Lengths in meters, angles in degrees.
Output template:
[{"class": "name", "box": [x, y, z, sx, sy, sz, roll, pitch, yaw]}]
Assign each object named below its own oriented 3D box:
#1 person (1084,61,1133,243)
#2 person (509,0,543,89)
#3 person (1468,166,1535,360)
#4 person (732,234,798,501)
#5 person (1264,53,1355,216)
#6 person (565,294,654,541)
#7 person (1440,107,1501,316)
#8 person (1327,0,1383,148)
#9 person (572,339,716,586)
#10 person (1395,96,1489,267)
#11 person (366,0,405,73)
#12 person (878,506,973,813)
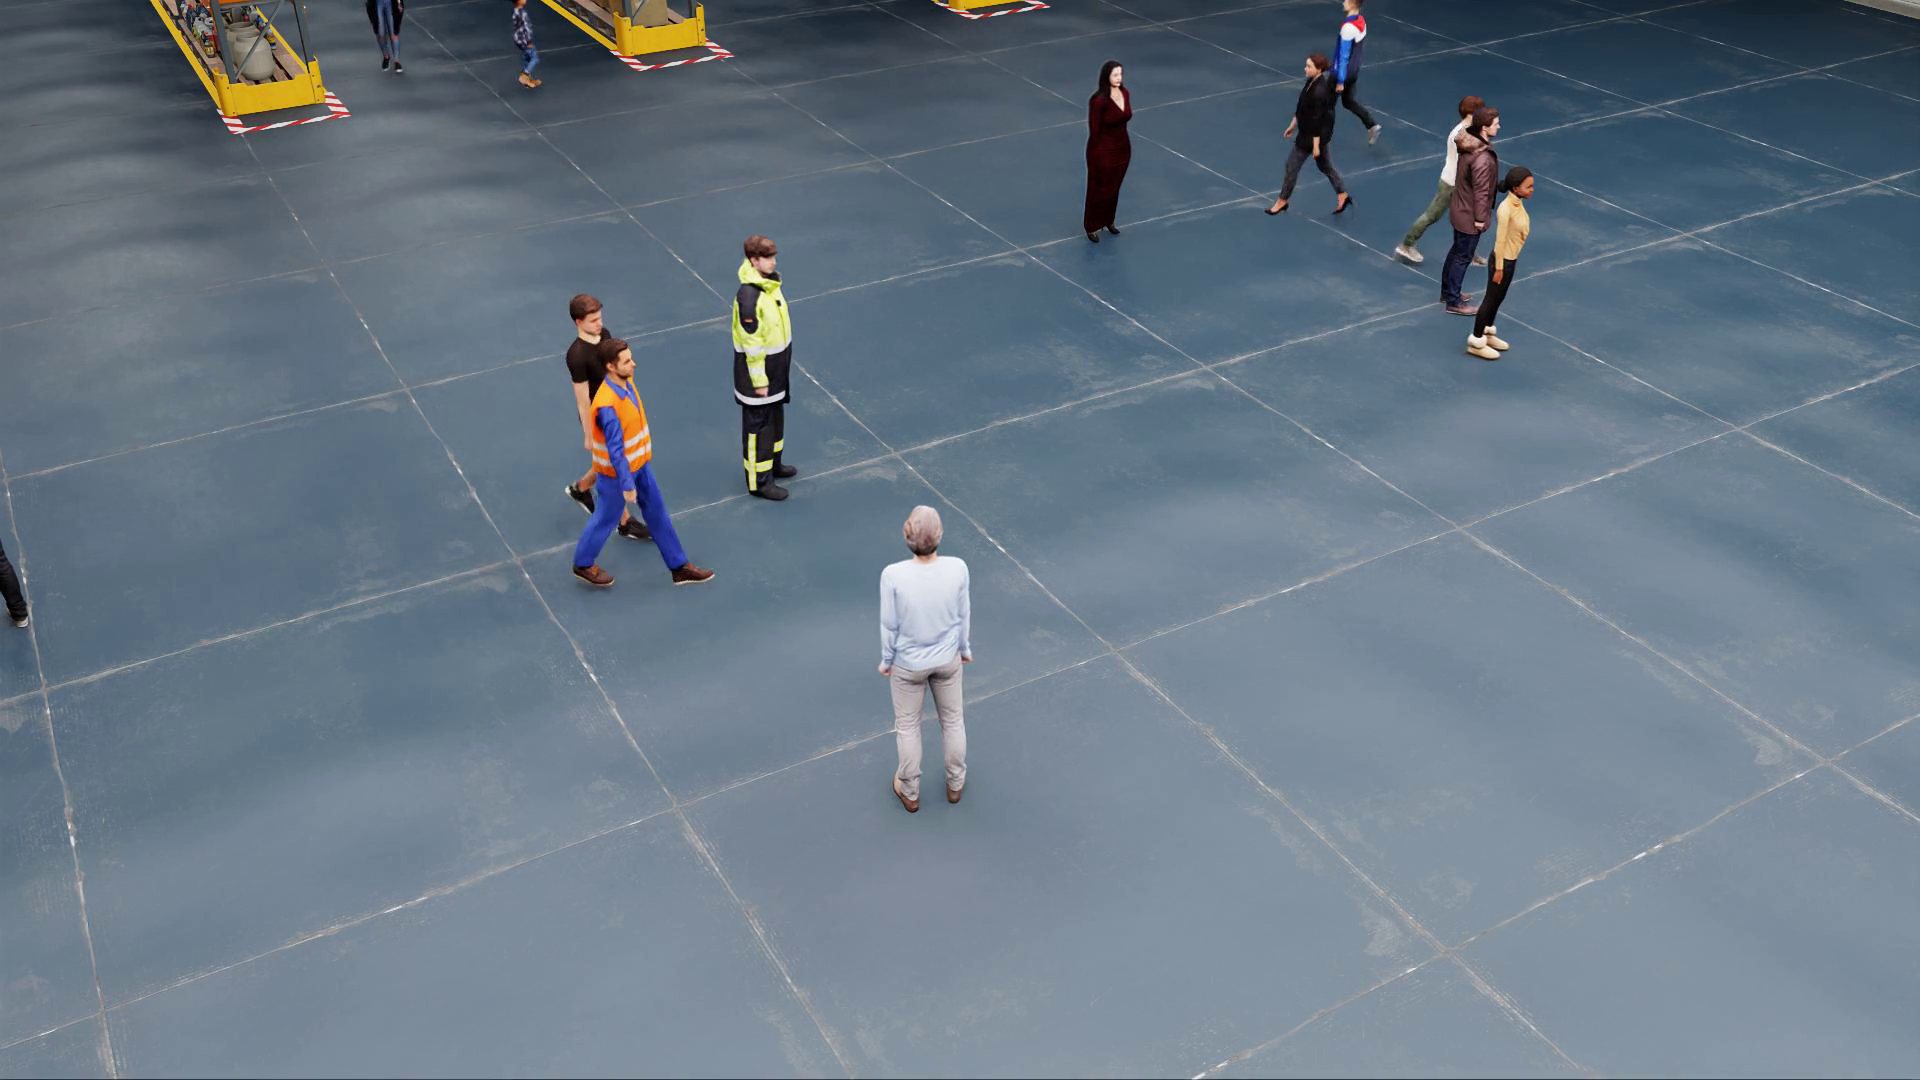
[{"class": "person", "box": [1.433, -3.791, 16.178, 0.706, 1.756, 0.731, 28, 42, 37]}, {"class": "person", "box": [-5.394, -6.159, 20.411, 0.590, 1.246, 0.489, -21, 38, -30]}, {"class": "person", "box": [4.558, -2.349, 13.984, 0.683, 1.659, 0.662, 18, 36, 26]}, {"class": "person", "box": [-1.424, -1.259, 11.958, 0.928, 1.977, 0.837, 5, 33, 8]}, {"class": "person", "box": [3.612, -3.986, 16.571, 1.140, 1.667, 1.144, 5, 33, 8]}, {"class": "person", "box": [-2.523, -0.860, 11.461, 1.089, 1.833, 1.036, 8, 33, 12]}, {"class": "person", "box": [4.513, -2.923, 14.717, 0.939, 1.848, 0.839, 2, 32, 3]}, {"class": "person", "box": [4.333, -5.144, 18.343, 1.129, 1.735, 0.908, 20, 37, 28]}, {"class": "person", "box": [-2.279, -0.448, 10.822, 1.247, 1.818, 1.263, 4, 33, 7]}, {"class": "person", "box": [4.537, -3.326, 15.577, 1.200, 1.613, 0.963, 17, 36, 24]}, {"class": "person", "box": [-7.250, -6.765, 20.973, 0.690, 1.672, 0.749, -10, 34, -15]}, {"class": "person", "box": [-0.182, 0.648, 9.014, 0.737, 1.893, 0.681, -7, 33, -11]}]
